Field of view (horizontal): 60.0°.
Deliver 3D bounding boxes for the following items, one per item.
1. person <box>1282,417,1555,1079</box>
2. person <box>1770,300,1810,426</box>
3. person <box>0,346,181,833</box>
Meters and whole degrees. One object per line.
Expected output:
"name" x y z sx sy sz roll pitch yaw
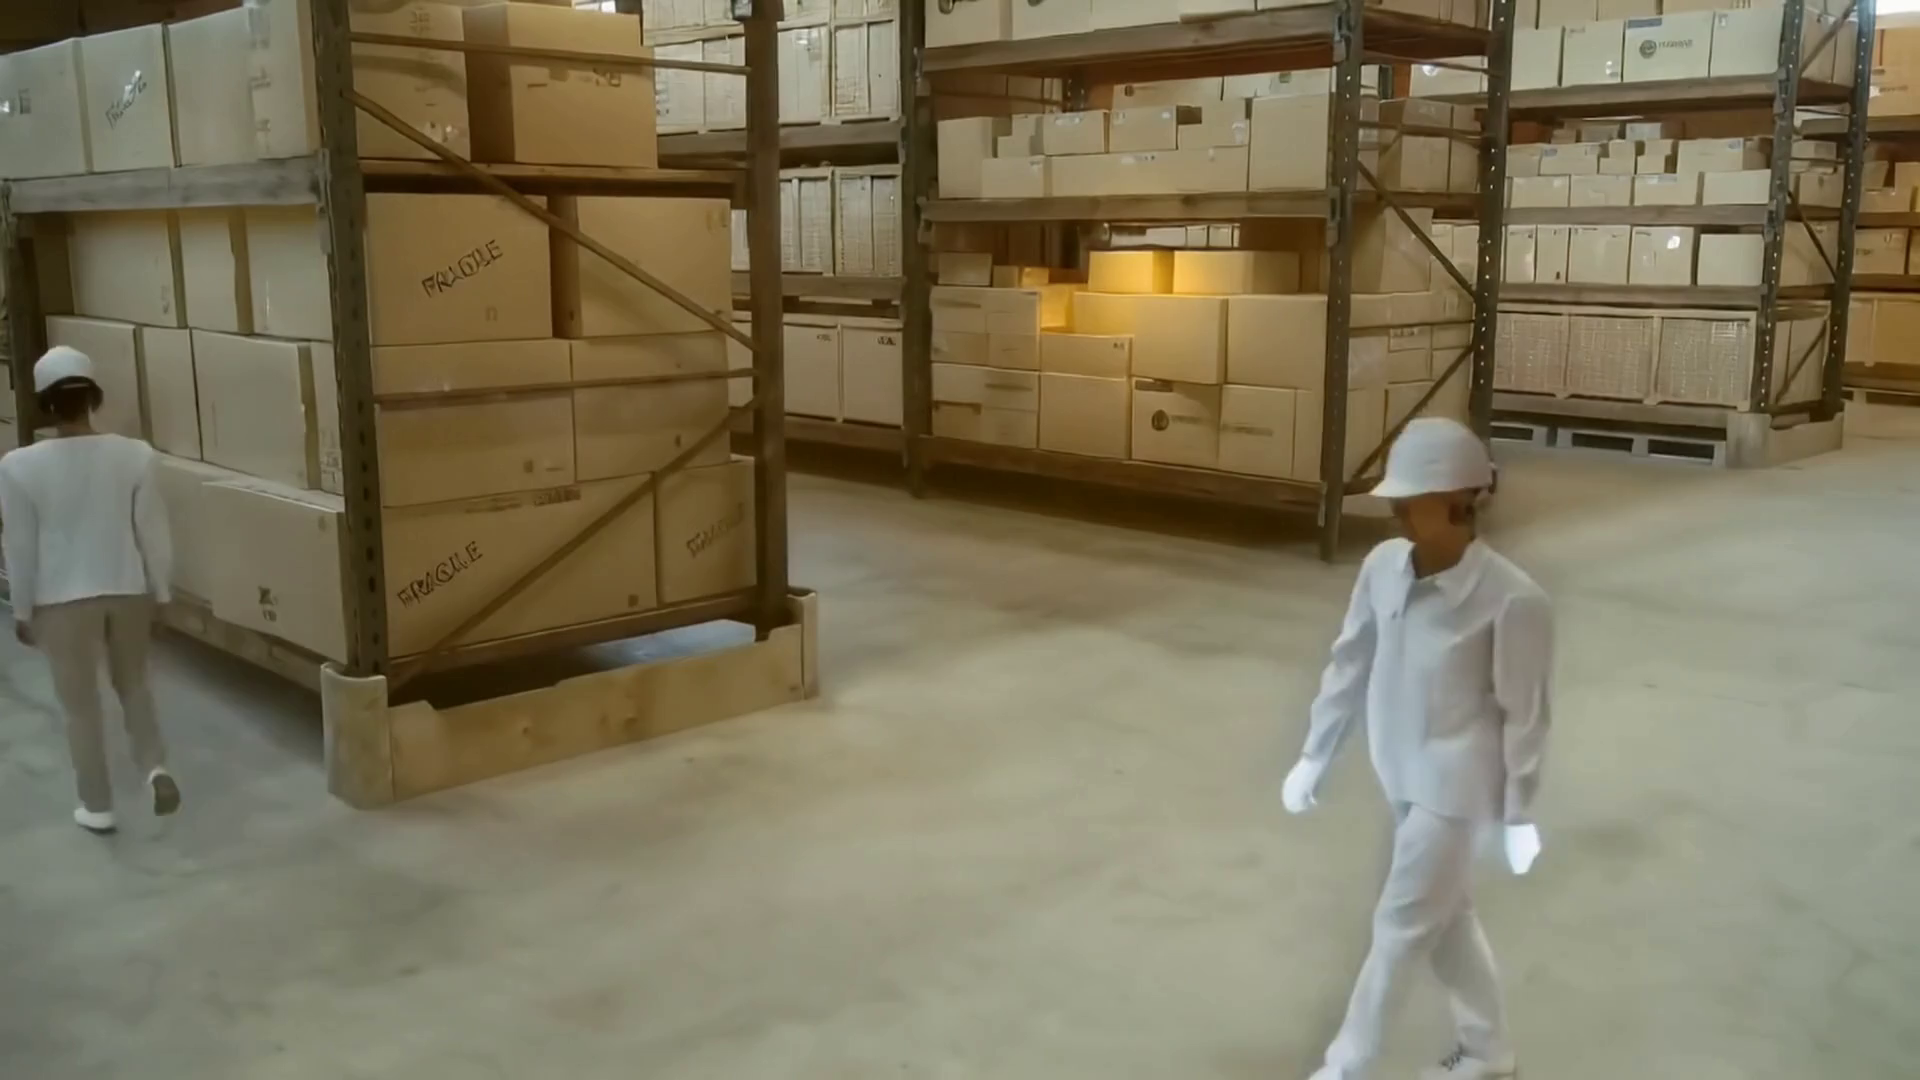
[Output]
"person" 1.042 0.567 3.949 0.882 1.707 0.562 -4 11 -19
"person" 8.941 -2.094 17.884 0.653 1.919 0.727 -4 11 -20
"person" -3.062 0.196 5.874 0.526 1.752 0.430 -10 15 -44
